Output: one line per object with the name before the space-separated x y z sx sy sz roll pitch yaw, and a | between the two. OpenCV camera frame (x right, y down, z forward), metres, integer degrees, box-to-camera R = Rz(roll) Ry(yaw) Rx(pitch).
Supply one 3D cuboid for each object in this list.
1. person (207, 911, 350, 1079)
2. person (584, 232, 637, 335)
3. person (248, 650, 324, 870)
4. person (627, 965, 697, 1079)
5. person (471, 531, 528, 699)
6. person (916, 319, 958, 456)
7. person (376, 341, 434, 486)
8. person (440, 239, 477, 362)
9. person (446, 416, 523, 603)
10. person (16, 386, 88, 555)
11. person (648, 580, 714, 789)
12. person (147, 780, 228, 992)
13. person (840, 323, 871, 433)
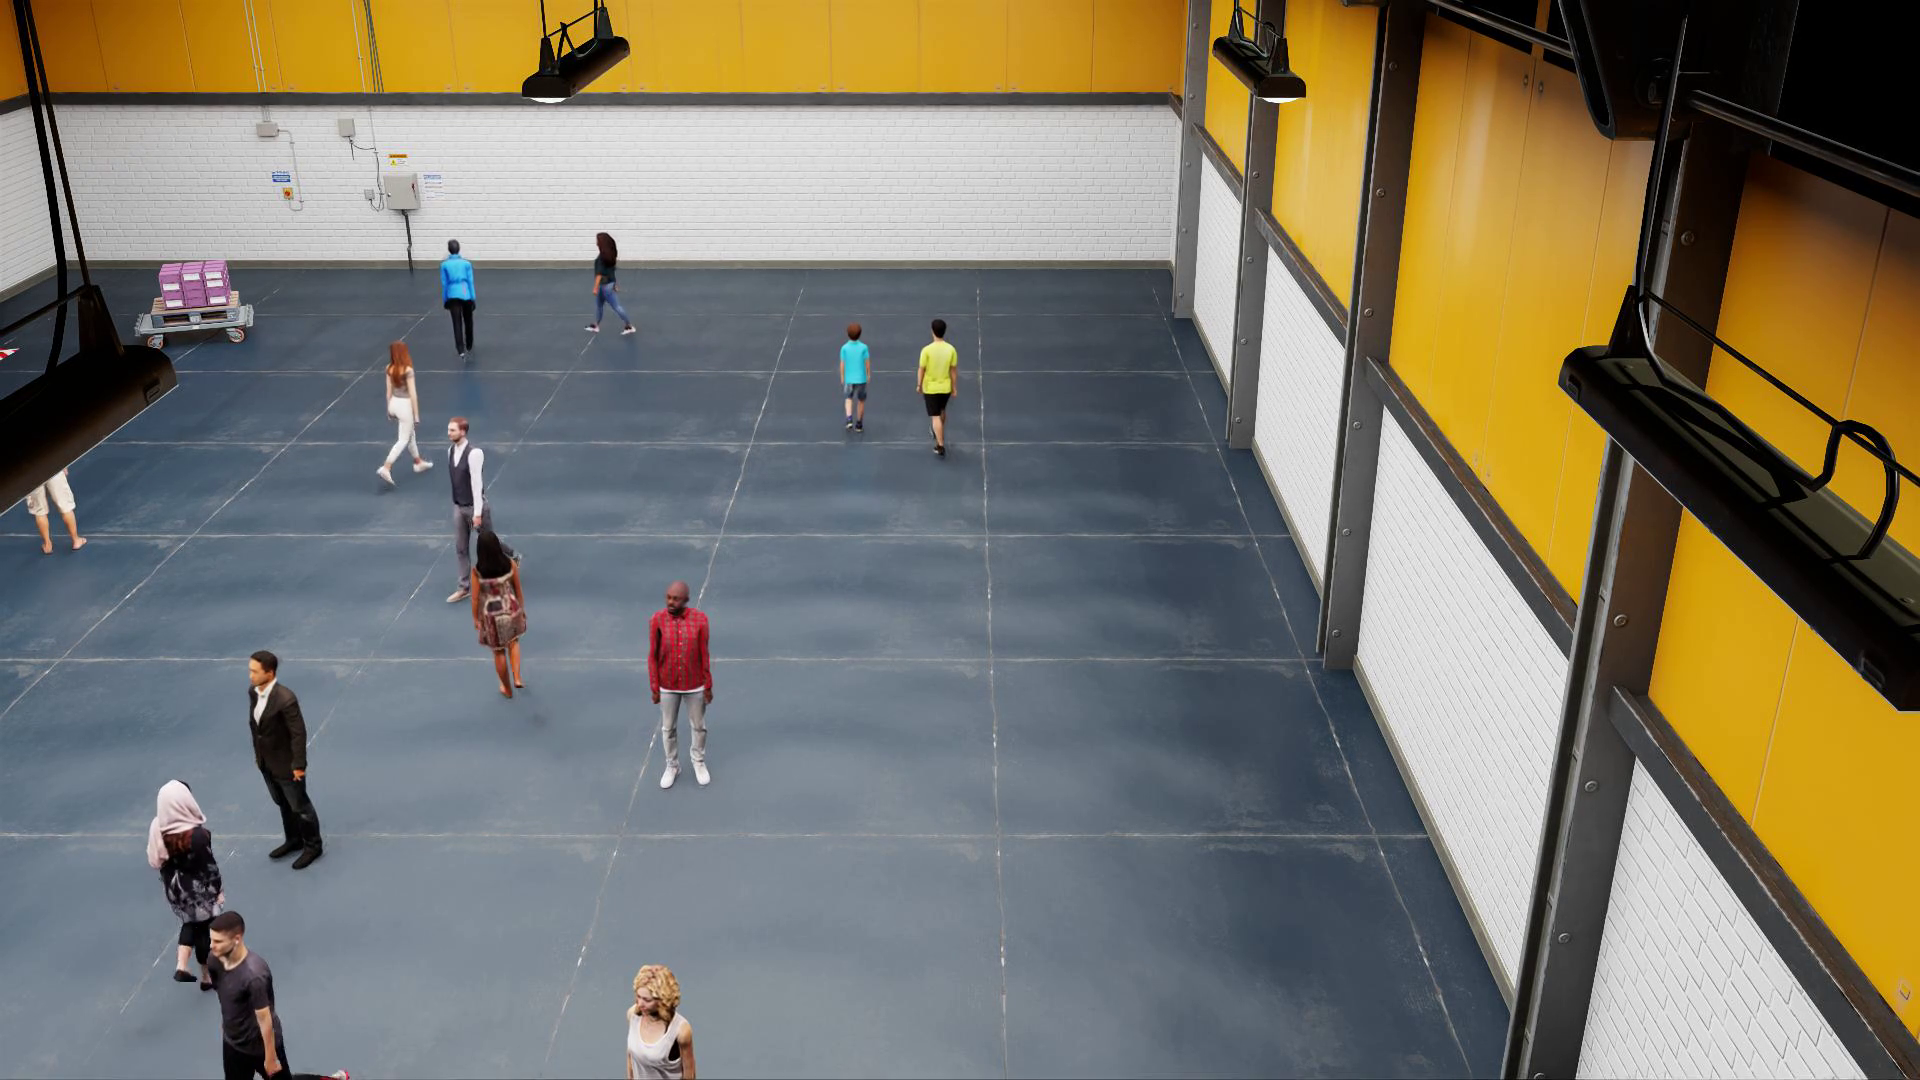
person | -4.082 2.904 9.790 0.992 1.740 1.187 13 27 28
person | -5.351 -3.897 25.555 0.728 1.575 1.058 3 24 7
person | -5.135 1.638 12.608 0.757 1.803 0.746 14 27 30
person | -1.668 3.106 9.416 0.684 1.671 0.684 12 26 25
person | -4.115 0.703 14.952 0.806 1.638 0.861 -13 27 -28
person | -0.263 -1.880 20.828 0.885 1.664 1.181 -8 25 -19
person | -6.744 -1.497 19.929 0.970 1.684 1.220 13 27 27
person | -7.351 -3.501 24.414 0.832 1.763 1.212 -6 24 -14
person | -4.927 -0.362 17.051 1.079 1.908 1.265 15 28 30
person | -9.936 -0.762 18.023 0.733 1.864 0.709 -10 25 -21
person | -2.297 1.151 13.703 0.681 1.817 0.611 -2 24 -5
person | -5.220 2.371 11.153 0.770 1.626 0.835 9 25 21
person | -1.355 -2.091 21.595 0.514 1.437 0.492 0 24 0
